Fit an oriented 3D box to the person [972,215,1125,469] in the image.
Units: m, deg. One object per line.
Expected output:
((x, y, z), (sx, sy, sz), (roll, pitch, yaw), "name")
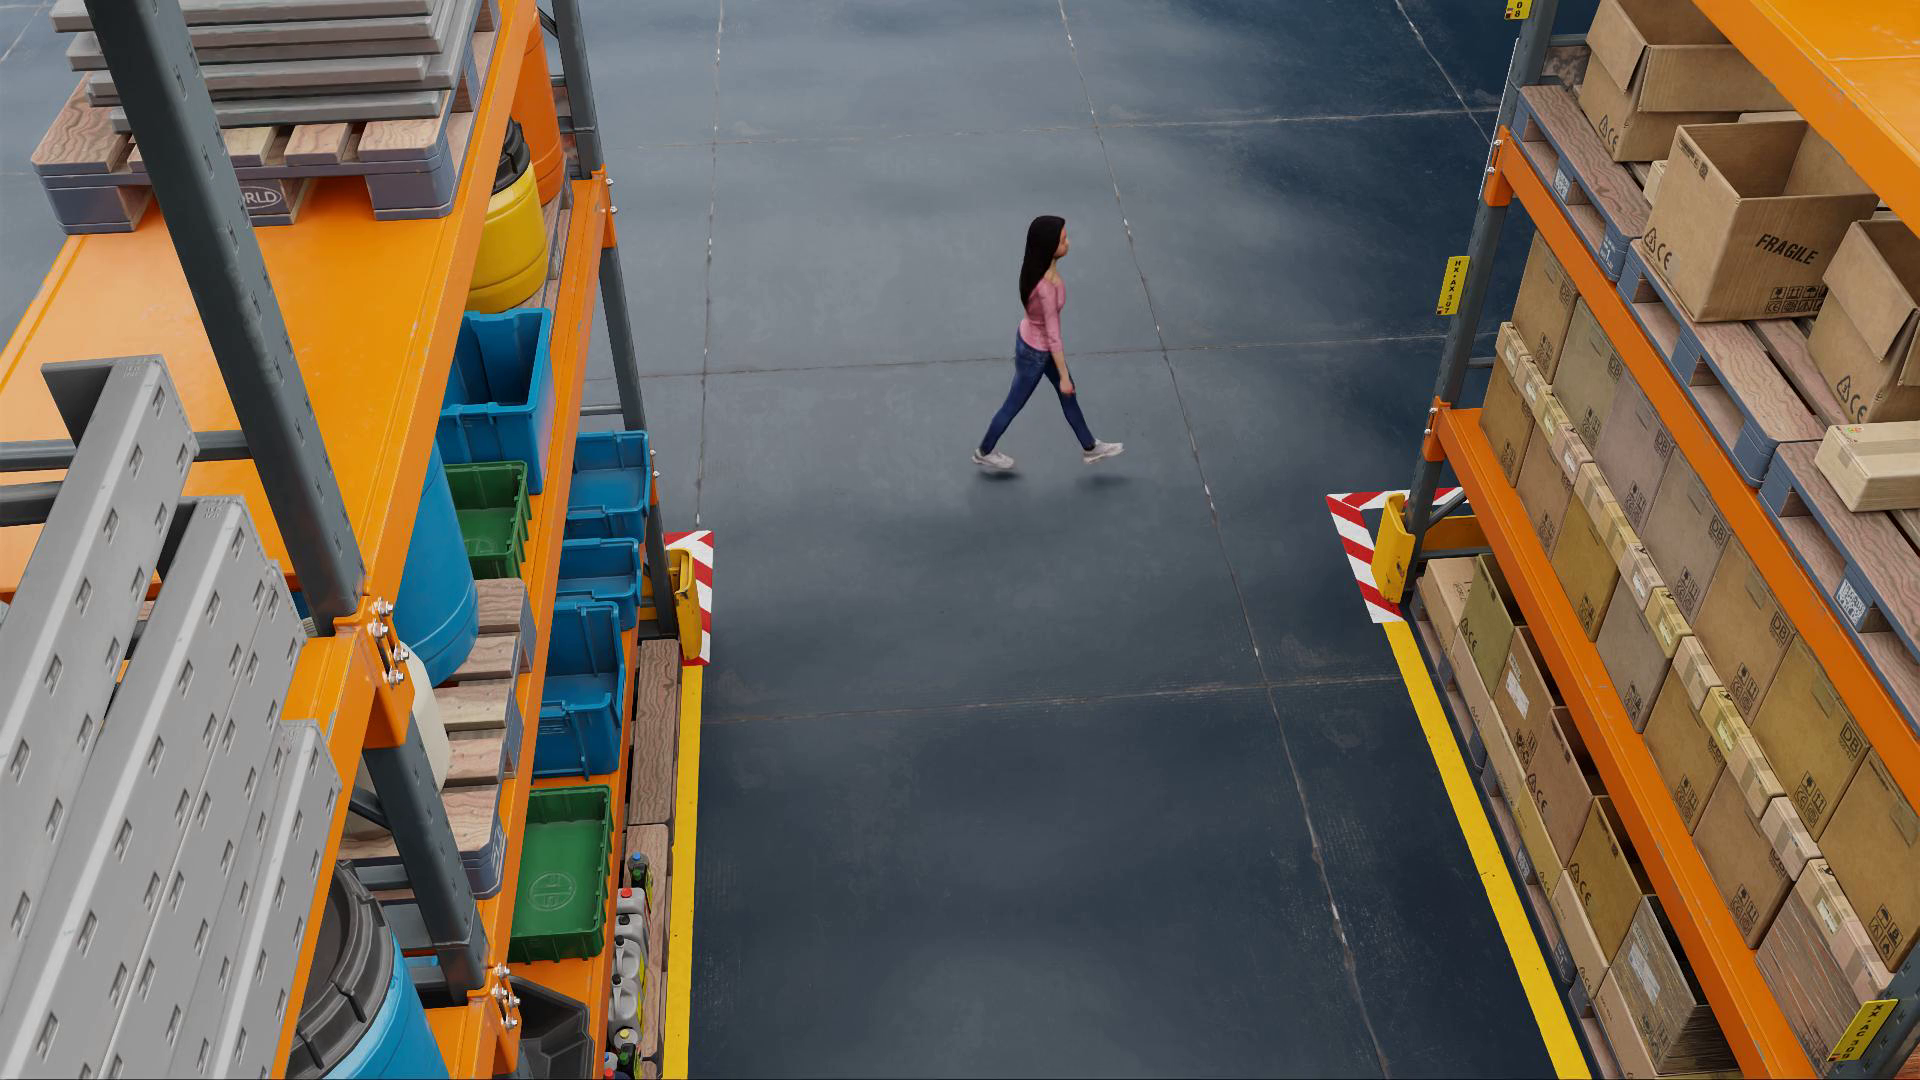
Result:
((0.359, -1.059, 9.428), (0.770, 1.699, 1.098), (2, 42, 2), "person")
